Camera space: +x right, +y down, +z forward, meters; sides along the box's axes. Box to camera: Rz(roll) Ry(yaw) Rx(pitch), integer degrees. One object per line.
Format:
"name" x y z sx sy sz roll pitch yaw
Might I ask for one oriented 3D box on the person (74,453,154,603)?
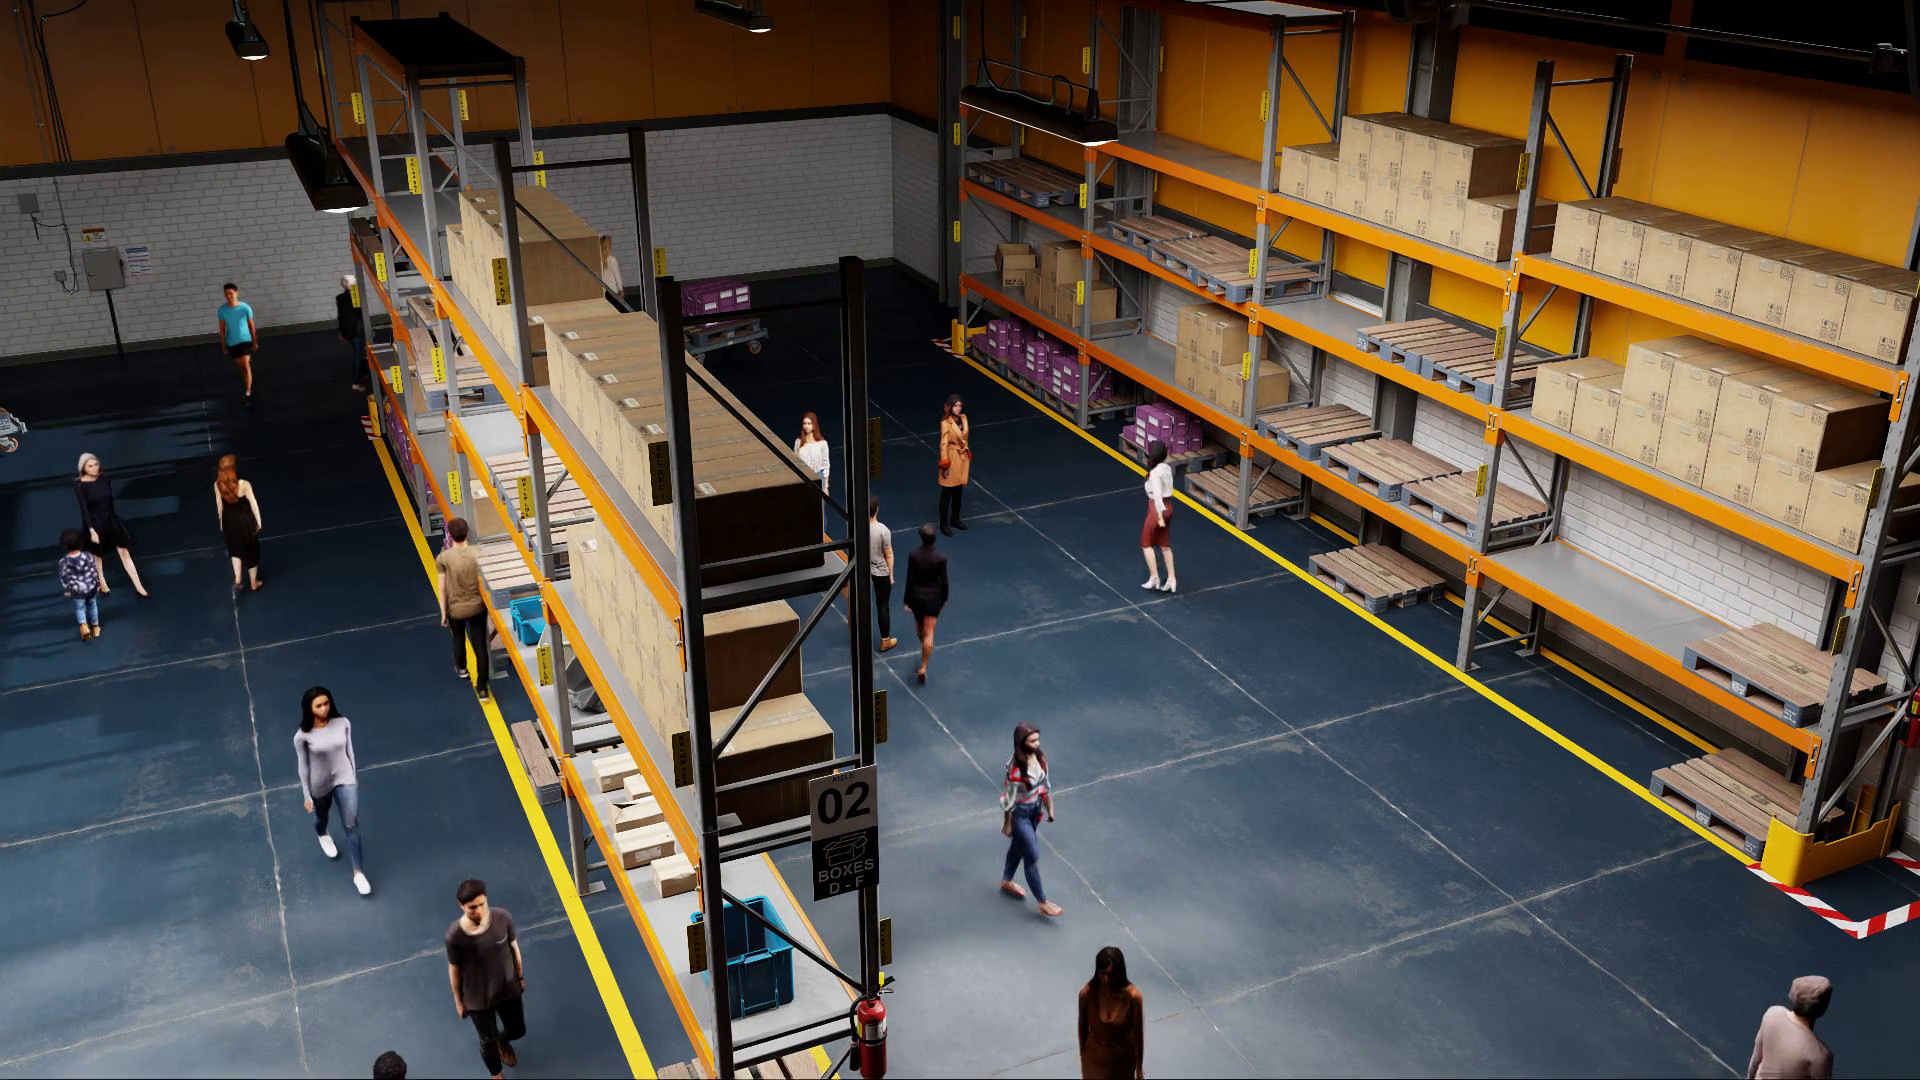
"person" -9.370 -0.131 18.068 1.189 1.709 1.014 13 27 27

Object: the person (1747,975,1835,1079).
"person" 4.820 3.380 9.837 0.812 1.868 0.664 -6 24 -13

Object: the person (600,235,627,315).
"person" -5.661 -3.918 26.597 1.208 1.815 0.996 21 31 39

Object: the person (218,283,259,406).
"person" -10.540 -2.899 24.366 0.827 1.736 1.222 -4 24 -10

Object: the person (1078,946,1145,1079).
"person" 0.958 3.223 10.463 0.913 1.654 1.127 2 24 4

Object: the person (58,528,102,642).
"person" -9.110 0.479 17.256 0.527 1.240 0.703 -13 27 -27

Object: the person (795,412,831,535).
"person" -1.720 -0.656 19.244 0.652 1.728 0.674 4 24 8

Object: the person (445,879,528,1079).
"person" -3.146 2.932 11.069 0.676 1.703 0.789 -14 27 -28

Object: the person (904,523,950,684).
"person" -0.337 0.670 16.366 0.876 1.604 1.009 2 24 5

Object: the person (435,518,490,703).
"person" -4.732 0.702 16.025 0.686 1.818 1.084 -11 26 -23

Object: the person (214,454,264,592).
"person" -7.927 -0.144 18.219 0.710 1.612 0.802 -3 24 -6

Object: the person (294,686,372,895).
"person" -5.082 1.943 13.340 0.764 1.695 1.207 -16 28 -32

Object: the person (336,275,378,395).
"person" -8.880 -3.006 24.368 1.032 1.769 0.981 11 26 24

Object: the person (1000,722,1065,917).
"person" 0.449 2.129 13.046 1.020 1.590 0.862 18 29 35

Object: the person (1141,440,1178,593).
"person" 2.243 -0.221 18.264 0.830 1.717 0.775 9 25 19

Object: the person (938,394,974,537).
"person" -0.069 -0.910 19.832 0.721 1.723 0.757 21 31 40
